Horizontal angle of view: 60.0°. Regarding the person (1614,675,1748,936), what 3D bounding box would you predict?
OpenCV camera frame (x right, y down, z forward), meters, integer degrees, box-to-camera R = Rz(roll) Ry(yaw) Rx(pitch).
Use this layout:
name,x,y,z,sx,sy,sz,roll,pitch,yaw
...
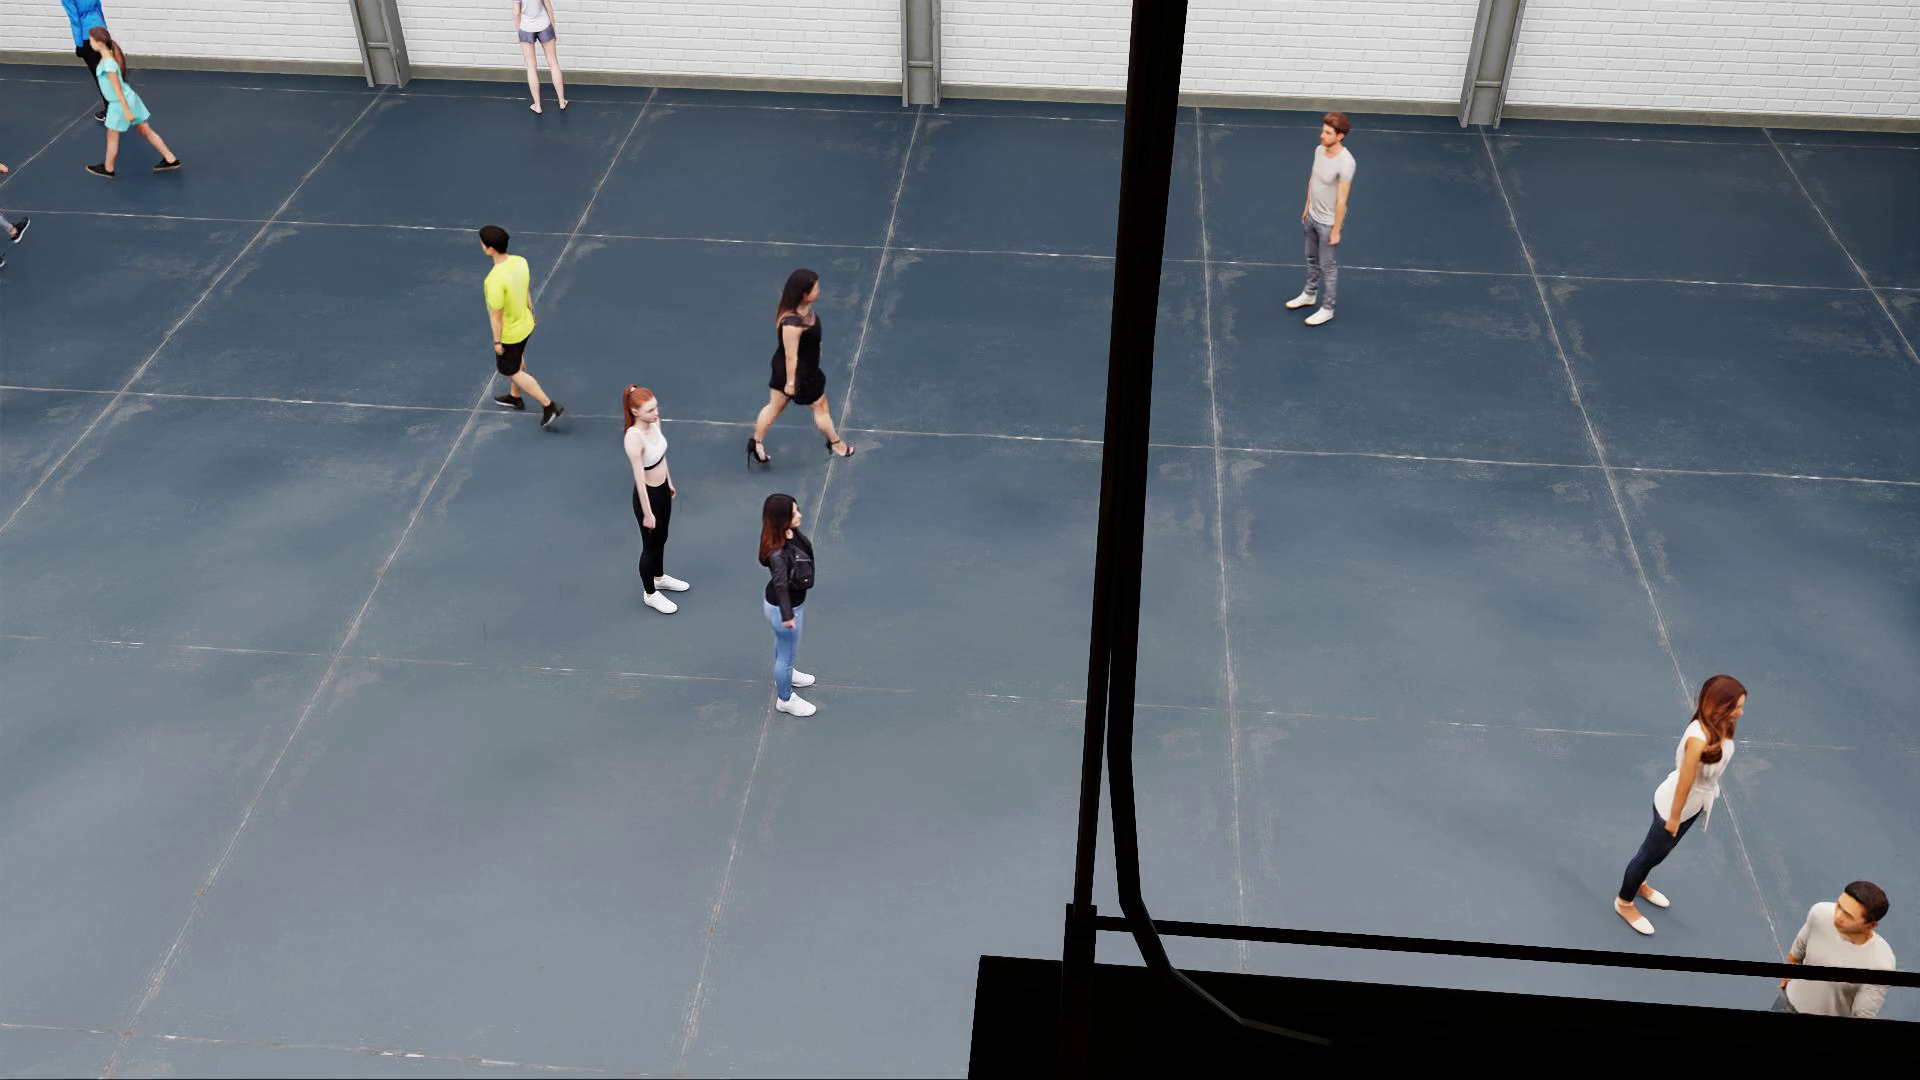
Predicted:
name,x,y,z,sx,sy,sz,roll,pitch,yaw
person,3.912,1.403,9.032,0.717,1.784,0.680,30,47,32

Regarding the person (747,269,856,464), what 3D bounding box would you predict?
name,x,y,z,sx,sy,sz,roll,pitch,yaw
person,-1.321,-1.231,12.429,1.153,1.662,0.885,-8,39,-10

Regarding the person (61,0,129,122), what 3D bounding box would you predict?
name,x,y,z,sx,sy,sz,roll,pitch,yaw
person,-9.065,-5.271,17.381,0.608,1.794,0.664,11,40,14

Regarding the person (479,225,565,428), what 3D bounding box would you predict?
name,x,y,z,sx,sy,sz,roll,pitch,yaw
person,-3.427,-1.652,12.935,1.039,1.687,0.789,12,40,15

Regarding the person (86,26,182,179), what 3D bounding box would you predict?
name,x,y,z,sx,sy,sz,roll,pitch,yaw
person,-8.159,-4.286,16.377,1.125,1.509,0.747,-8,39,-9

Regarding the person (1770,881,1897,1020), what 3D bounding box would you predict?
name,x,y,z,sx,sy,sz,roll,pitch,yaw
person,4.196,2.231,7.991,0.940,1.791,0.877,-22,44,-25

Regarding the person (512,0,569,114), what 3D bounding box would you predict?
name,x,y,z,sx,sy,sz,roll,pitch,yaw
person,-4.488,-5.397,17.561,0.613,1.766,0.720,-13,40,-16

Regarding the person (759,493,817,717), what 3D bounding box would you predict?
name,x,y,z,sx,sy,sz,roll,pitch,yaw
person,-1.083,0.379,10.436,0.581,1.633,0.656,-1,39,-2

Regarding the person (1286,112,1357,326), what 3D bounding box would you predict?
name,x,y,z,sx,sy,sz,roll,pitch,yaw
person,3.116,-2.745,14.140,0.713,1.892,0.721,-15,41,-18

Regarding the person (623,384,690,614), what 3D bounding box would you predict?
name,x,y,z,sx,sy,sz,roll,pitch,yaw
person,-2.074,-0.292,11.189,0.549,1.742,0.616,9,39,11
